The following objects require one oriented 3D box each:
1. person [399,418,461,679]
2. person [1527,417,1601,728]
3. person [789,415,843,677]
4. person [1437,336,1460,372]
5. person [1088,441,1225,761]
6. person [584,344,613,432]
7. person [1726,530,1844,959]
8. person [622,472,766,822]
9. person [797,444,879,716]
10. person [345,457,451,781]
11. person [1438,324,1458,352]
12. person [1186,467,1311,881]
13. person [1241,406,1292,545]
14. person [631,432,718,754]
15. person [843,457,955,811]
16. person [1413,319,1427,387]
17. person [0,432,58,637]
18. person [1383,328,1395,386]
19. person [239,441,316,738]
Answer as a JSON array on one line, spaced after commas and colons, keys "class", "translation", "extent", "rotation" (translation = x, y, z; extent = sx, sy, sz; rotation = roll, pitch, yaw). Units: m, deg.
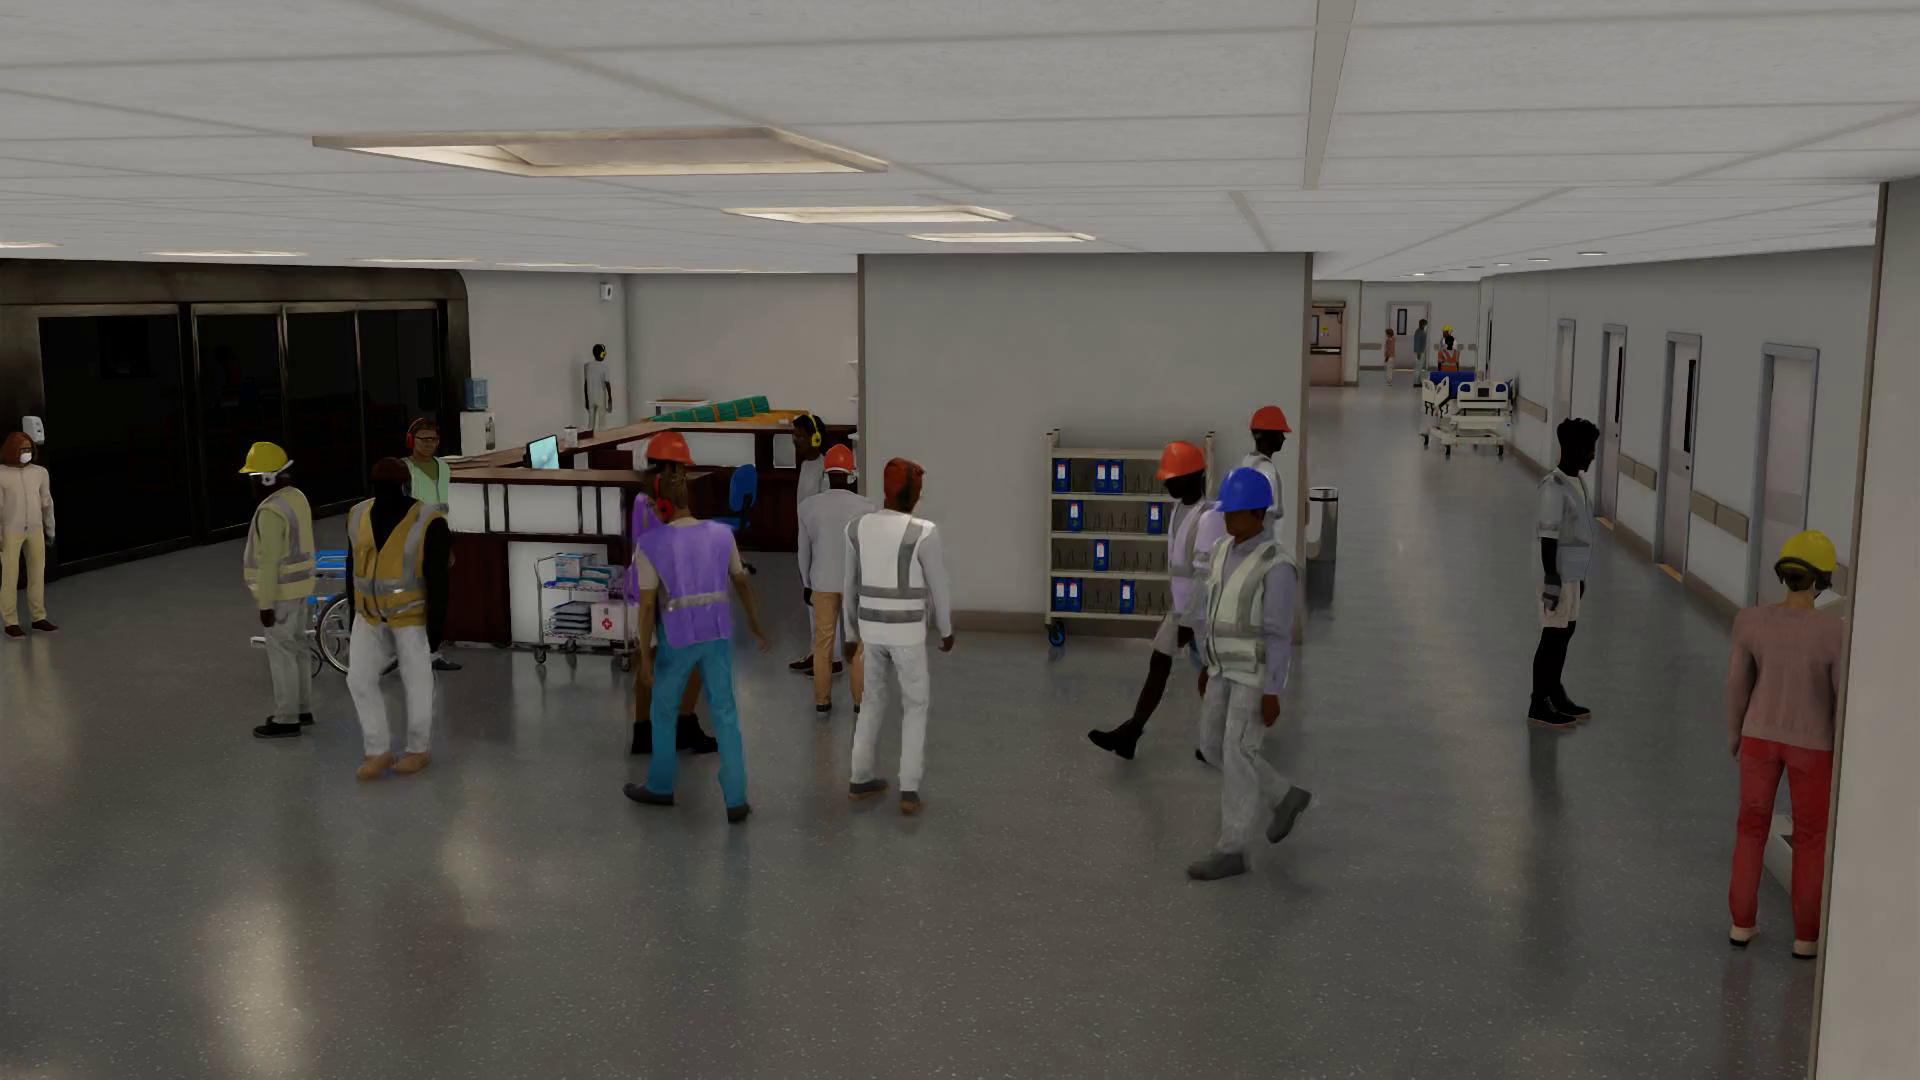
[{"class": "person", "translation": [-3.809, 0.054, 11.789], "extent": [0.397, 1.840, 0.564], "rotation": [3, 9, 20]}, {"class": "person", "translation": [3.786, 0.202, 10.441], "extent": [0.386, 1.952, 0.614], "rotation": [6, 10, 34]}, {"class": "person", "translation": [-1.029, 0.038, 11.836], "extent": [0.324, 1.862, 0.512], "rotation": [-4, 10, -27]}, {"class": "person", "translation": [11.040, -3.763, 37.587], "extent": [0.541, 1.695, 0.316], "rotation": [-2, 9, -10]}, {"class": "person", "translation": [1.239, 0.379, 9.487], "extent": [0.998, 1.878, 0.564], "rotation": [-2, 9, -16]}, {"class": "person", "translation": [-5.914, -2.269, 27.172], "extent": [0.520, 1.857, 0.332], "rotation": [3, 9, 21]}, {"class": "person", "translation": [3.436, 0.835, 6.863], "extent": [0.332, 1.766, 0.532], "rotation": [-7, 11, -41]}, {"class": "person", "translation": [-1.342, 0.538, 8.702], "extent": [0.786, 1.800, 0.774], "rotation": [-6, 10, -34]}, {"class": "person", "translation": [-0.761, 0.259, 10.699], "extent": [0.563, 1.755, 0.321], "rotation": [2, 9, 10]}, {"class": "person", "translation": [-3.165, 0.449, 9.240], "extent": [0.659, 1.814, 0.641], "rotation": [2, 9, 11]}, {"class": "person", "translation": [12.660, -4.694, 43.312], "extent": [0.403, 1.835, 0.588], "rotation": [-4, 9, -25]}, {"class": "person", "translation": [1.370, 0.611, 7.774], "extent": [0.654, 1.931, 0.625], "rotation": [-3, 9, -21]}, {"class": "person", "translation": [2.146, 0.016, 11.754], "extent": [0.394, 1.923, 0.545], "rotation": [-1, 9, -7]}, {"class": "person", "translation": [-1.673, 0.318, 9.797], "extent": [0.663, 1.905, 0.538], "rotation": [-4, 10, -27]}, {"class": "person", "translation": [-0.344, 0.493, 8.798], "extent": [0.594, 1.872, 0.401], "rotation": [5, 10, 31]}, {"class": "person", "translation": [12.901, -5.234, 46.612], "extent": [0.384, 1.928, 0.636], "rotation": [4, 9, 25]}, {"class": "person", "translation": [-7.432, -0.049, 13.199], "extent": [0.286, 1.627, 0.504], "rotation": [5, 10, 30]}, {"class": "person", "translation": [12.198, -5.186, 47.220], "extent": [0.309, 1.640, 0.514], "rotation": [4, 10, 27]}, {"class": "person", "translation": [-4.166, 0.304, 10.195], "extent": [0.404, 1.826, 0.593], "rotation": [-1, 9, -4]}]
